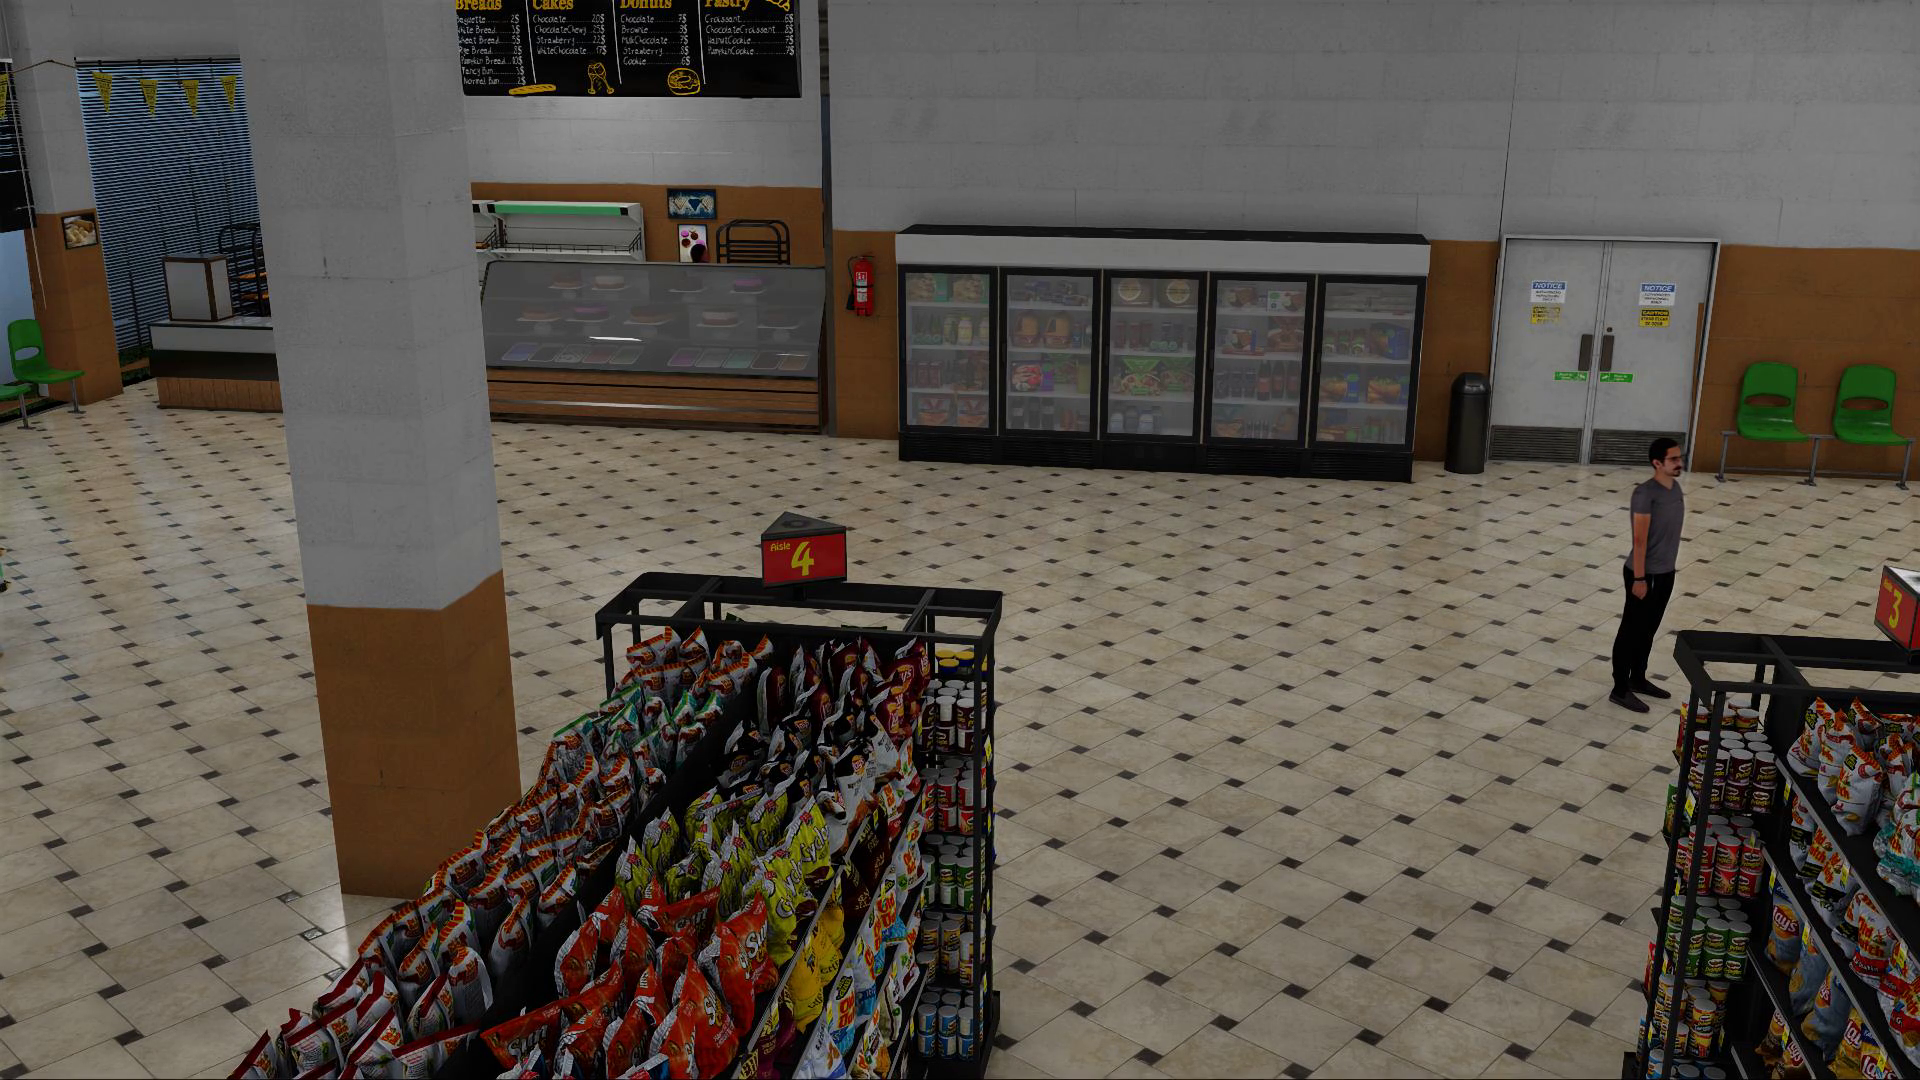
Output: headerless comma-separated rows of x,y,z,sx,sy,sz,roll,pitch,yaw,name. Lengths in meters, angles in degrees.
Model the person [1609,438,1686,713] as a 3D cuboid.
4.436,0.196,10.695,0.672,1.755,0.763,-16,23,-42,person
